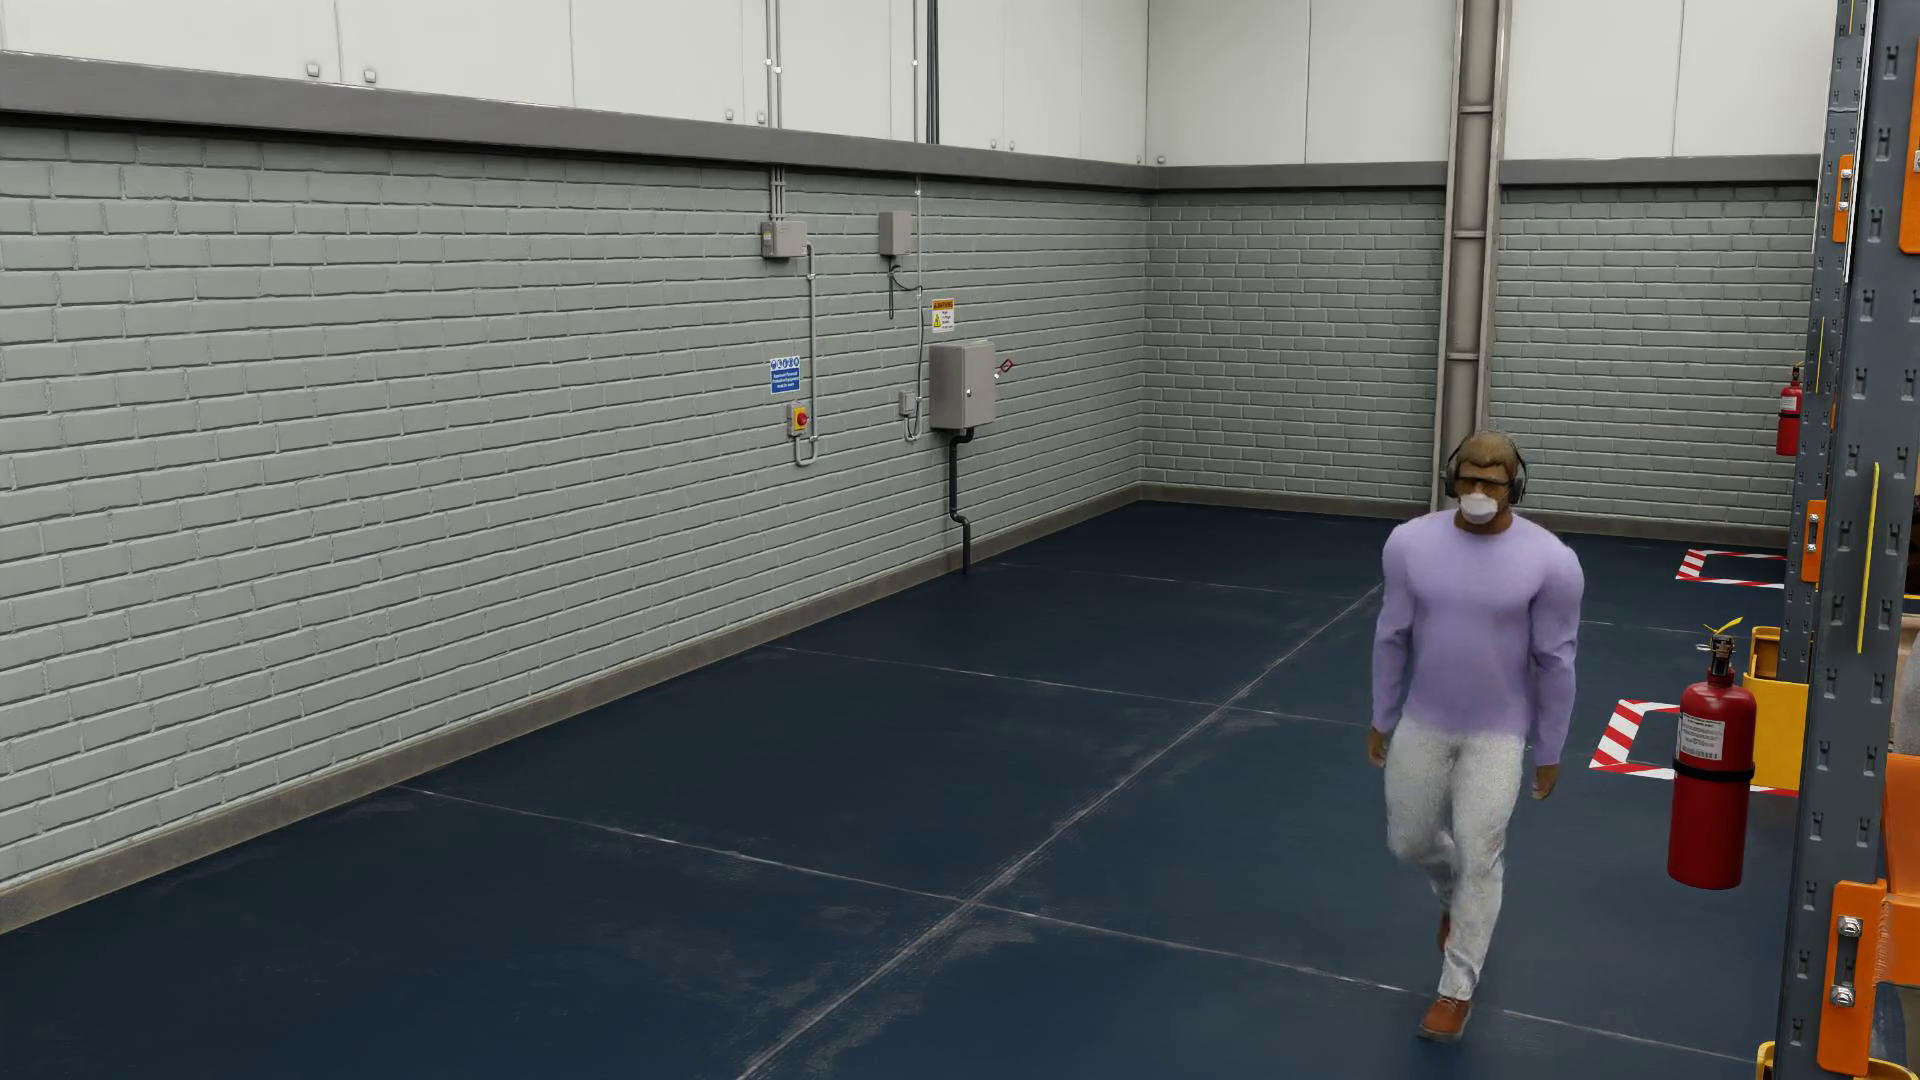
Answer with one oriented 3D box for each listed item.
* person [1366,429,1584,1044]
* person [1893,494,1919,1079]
[{"bbox_3d":[1.642,0.592,5.326,0.643,1.925,0.660,7,13,34],"label":"person"},{"bbox_3d":[2.590,0.787,4.455,0.331,1.860,0.512,6,12,30],"label":"person"}]
